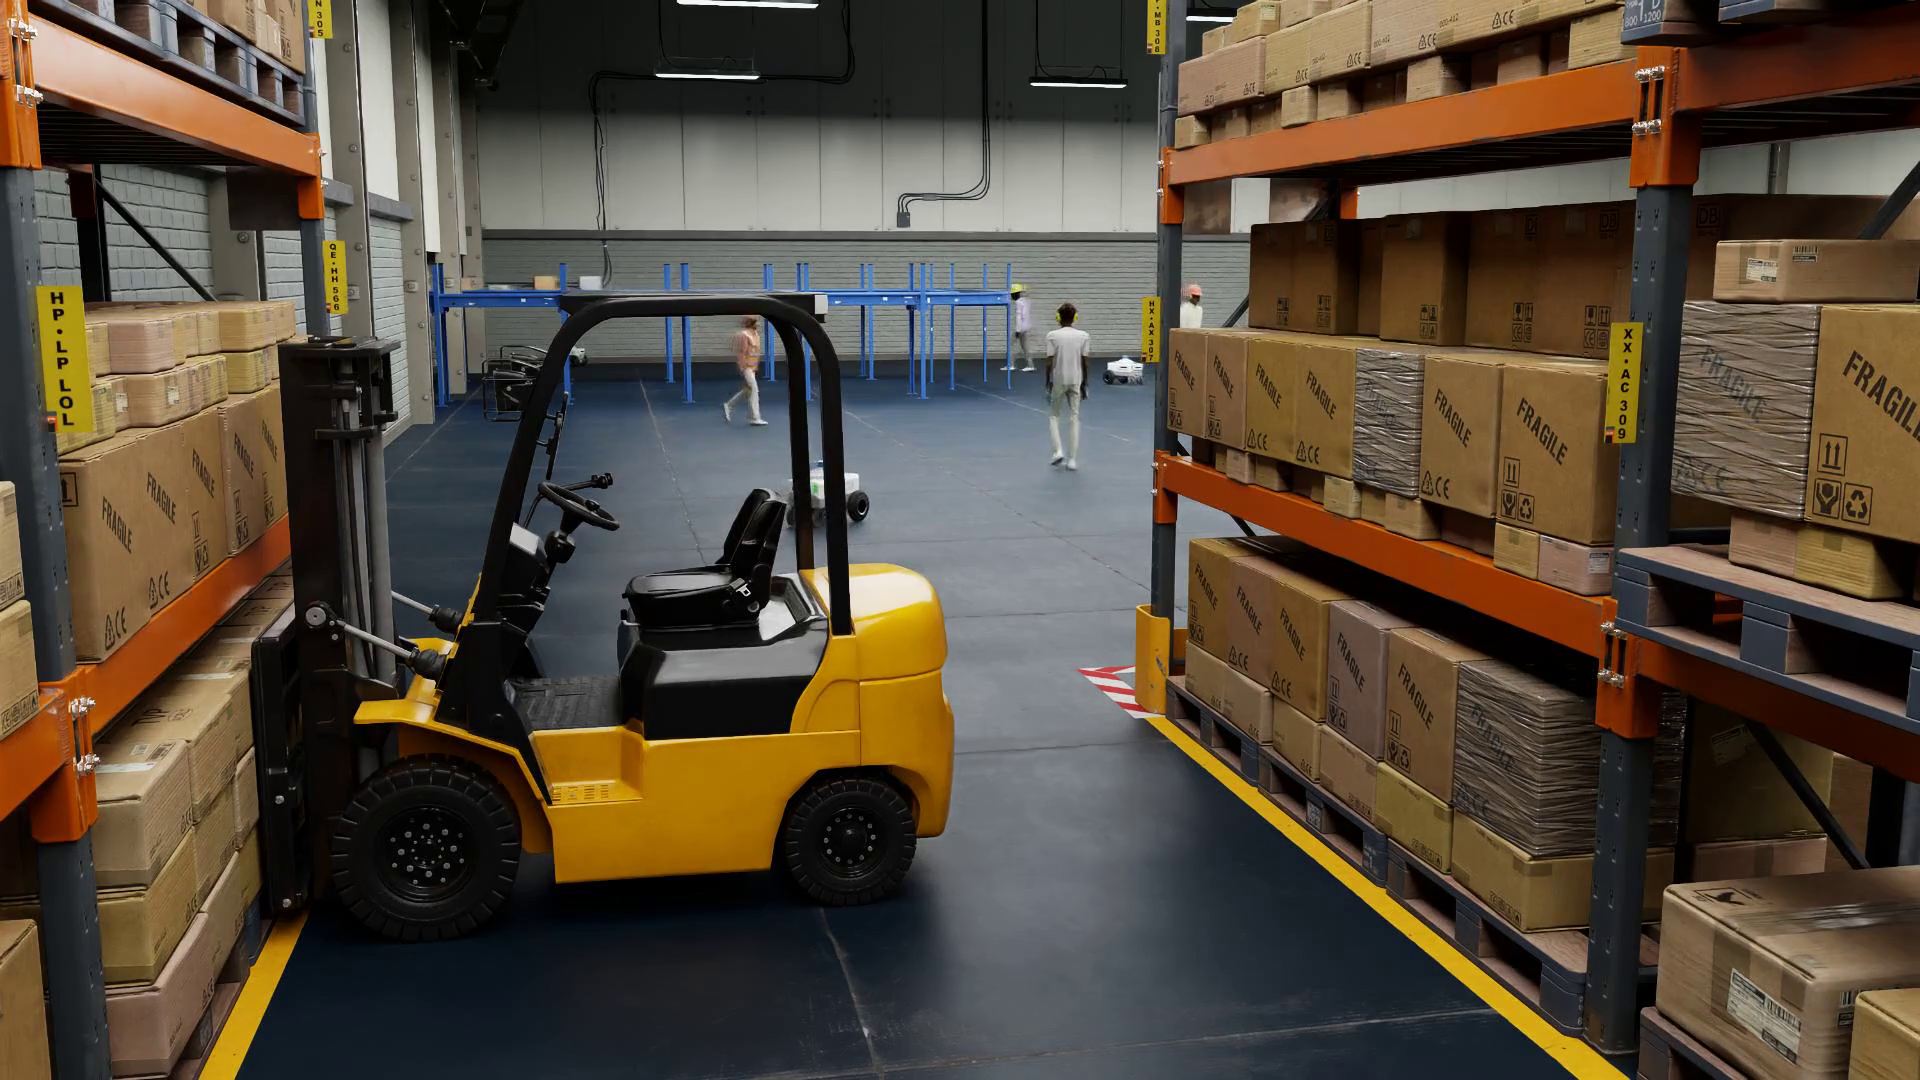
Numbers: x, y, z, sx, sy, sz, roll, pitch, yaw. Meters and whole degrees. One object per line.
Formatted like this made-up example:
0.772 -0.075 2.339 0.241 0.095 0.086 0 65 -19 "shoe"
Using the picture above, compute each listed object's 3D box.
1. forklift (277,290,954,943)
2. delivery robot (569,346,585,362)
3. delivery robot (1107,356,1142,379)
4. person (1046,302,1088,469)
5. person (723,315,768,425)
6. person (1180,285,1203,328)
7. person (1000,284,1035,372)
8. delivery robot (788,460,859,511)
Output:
-1.179 0.175 6.143 2.313 2.155 1.214 -2 10 -12 "forklift"
-8.960 -4.285 38.030 0.707 0.478 0.477 2 10 14 "delivery robot"
3.188 -3.321 32.150 0.477 0.478 0.707 -8 12 -41 "delivery robot"
1.201 -1.724 18.638 0.529 1.853 0.469 -1 9 -9 "person"
-3.102 -2.459 23.851 0.675 1.611 0.551 2 10 11 "person"
4.004 -3.402 28.572 0.633 1.936 1.042 -8 12 -39 "person"
1.210 -4.553 35.792 0.863 1.877 0.648 1 9 9 "person"
-1.205 -0.461 14.717 0.477 0.478 0.707 6 11 30 "delivery robot"
